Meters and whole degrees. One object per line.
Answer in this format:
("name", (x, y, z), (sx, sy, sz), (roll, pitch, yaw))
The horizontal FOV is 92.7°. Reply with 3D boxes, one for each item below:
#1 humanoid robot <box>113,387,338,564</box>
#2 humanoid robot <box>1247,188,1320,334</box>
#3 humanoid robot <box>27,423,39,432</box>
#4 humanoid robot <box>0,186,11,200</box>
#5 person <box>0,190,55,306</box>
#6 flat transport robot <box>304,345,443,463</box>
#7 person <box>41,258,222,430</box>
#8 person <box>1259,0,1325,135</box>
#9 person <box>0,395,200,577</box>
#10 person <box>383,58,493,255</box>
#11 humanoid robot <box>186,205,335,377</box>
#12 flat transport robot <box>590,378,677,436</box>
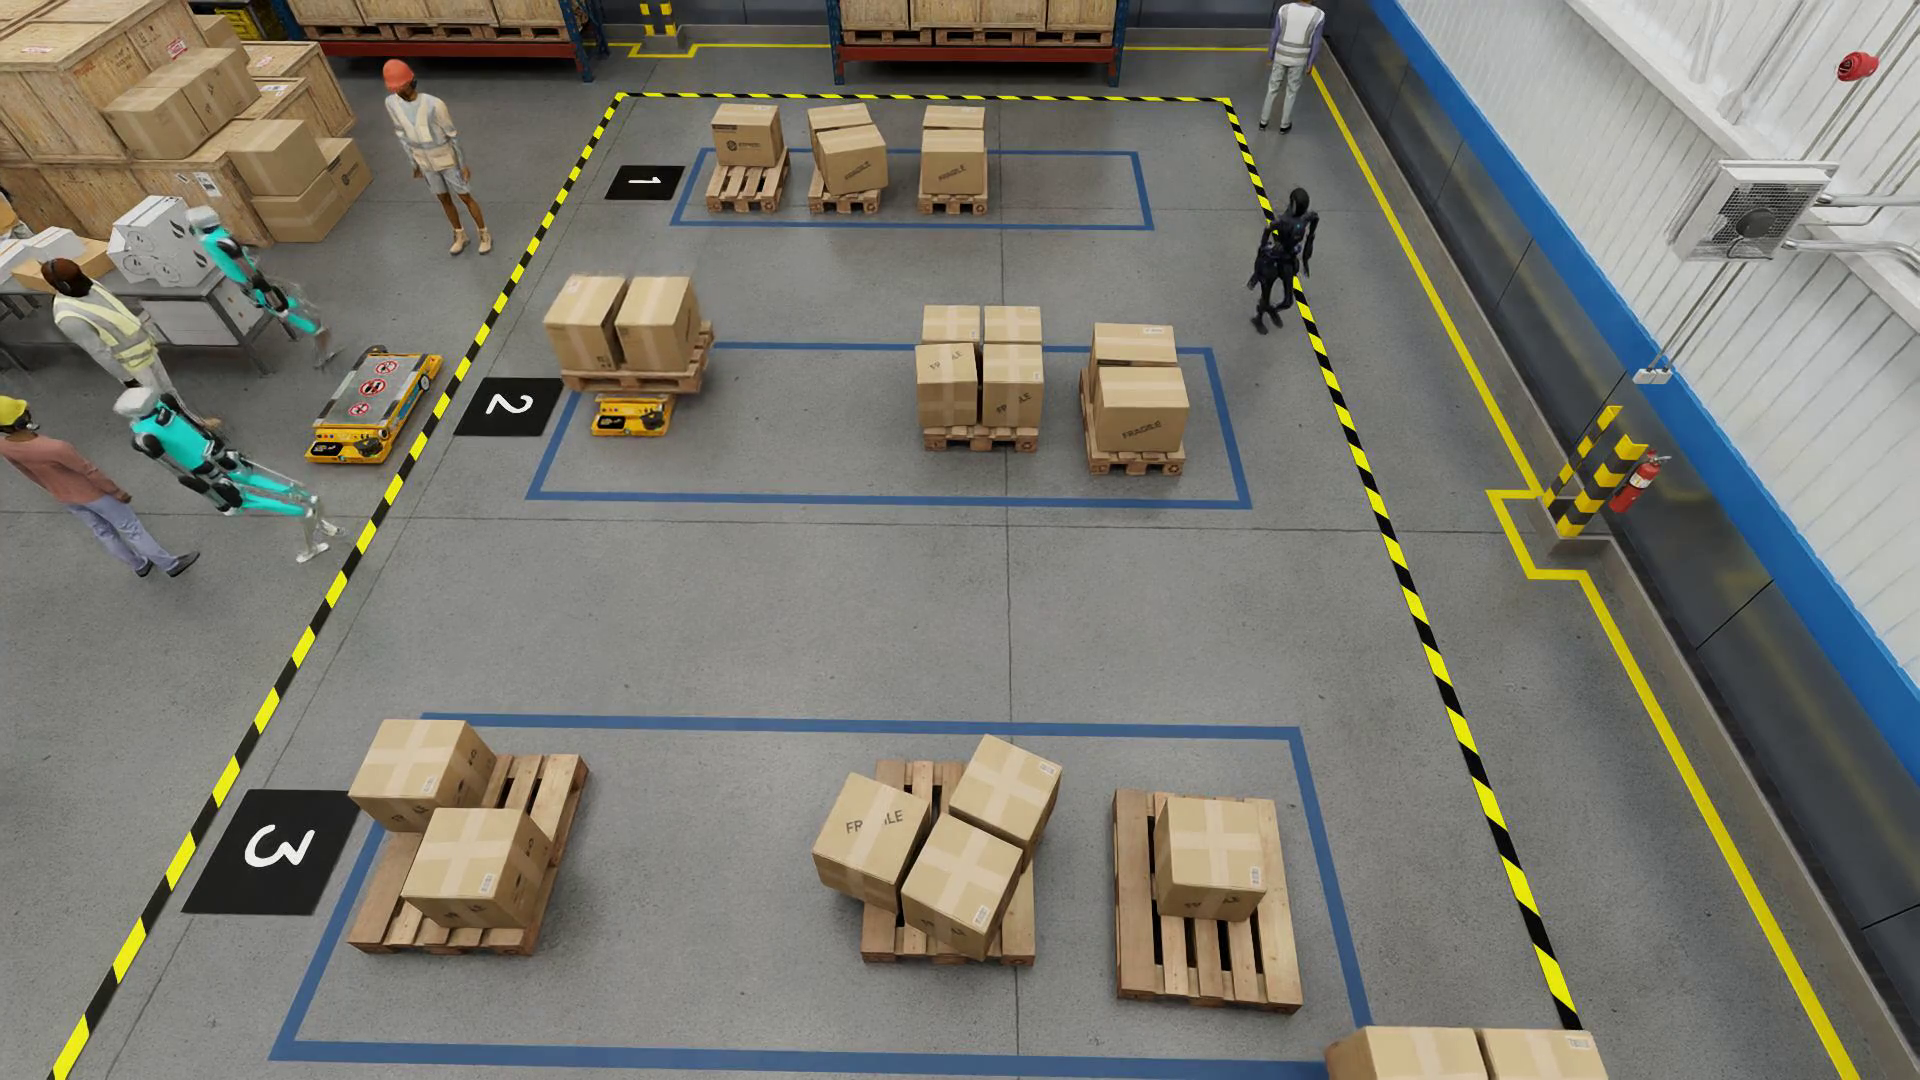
("humanoid robot", (-5.246, -0.486, 6.804), (0.784, 1.737, 0.627), (-11, 51, -10))
("humanoid robot", (3.034, -2.613, 8.662), (0.628, 1.627, 0.453), (-11, 51, -9))
("humanoid robot", (-8.945, -1.615, 7.810), (1.018, 1.775, 0.532), (10, 50, 8))
("humanoid robot", (-10.115, -3.585, 9.506), (0.735, 1.643, 0.600), (1, 50, 1))
("person", (-9.336, -3.055, 8.865), (0.370, 1.928, 0.542), (-6, 50, -5))
("flat transport robot", (-5.383, -1.269, 8.441), (0.659, 0.231, 1.431), (1, 50, 1))
("person", (-6.867, -1.516, 7.619), (0.430, 1.842, 0.625), (-14, 51, -12))
("person", (4.141, -6.032, 11.447), (0.599, 1.827, 0.404), (20, 53, 16))
("person", (-6.372, -0.357, 6.686), (0.524, 1.772, 0.306), (2, 50, 2))
("person", (-5.439, -3.936, 9.535), (0.604, 2.047, 0.370), (1, 50, 1))
("humanoid robot", (-6.170, -2.248, 8.356), (0.560, 1.856, 0.703), (25, 54, 19))
("flat transport robot", (-2.976, -1.540, 8.652), (0.652, 0.197, 1.431), (1, 50, 1))
